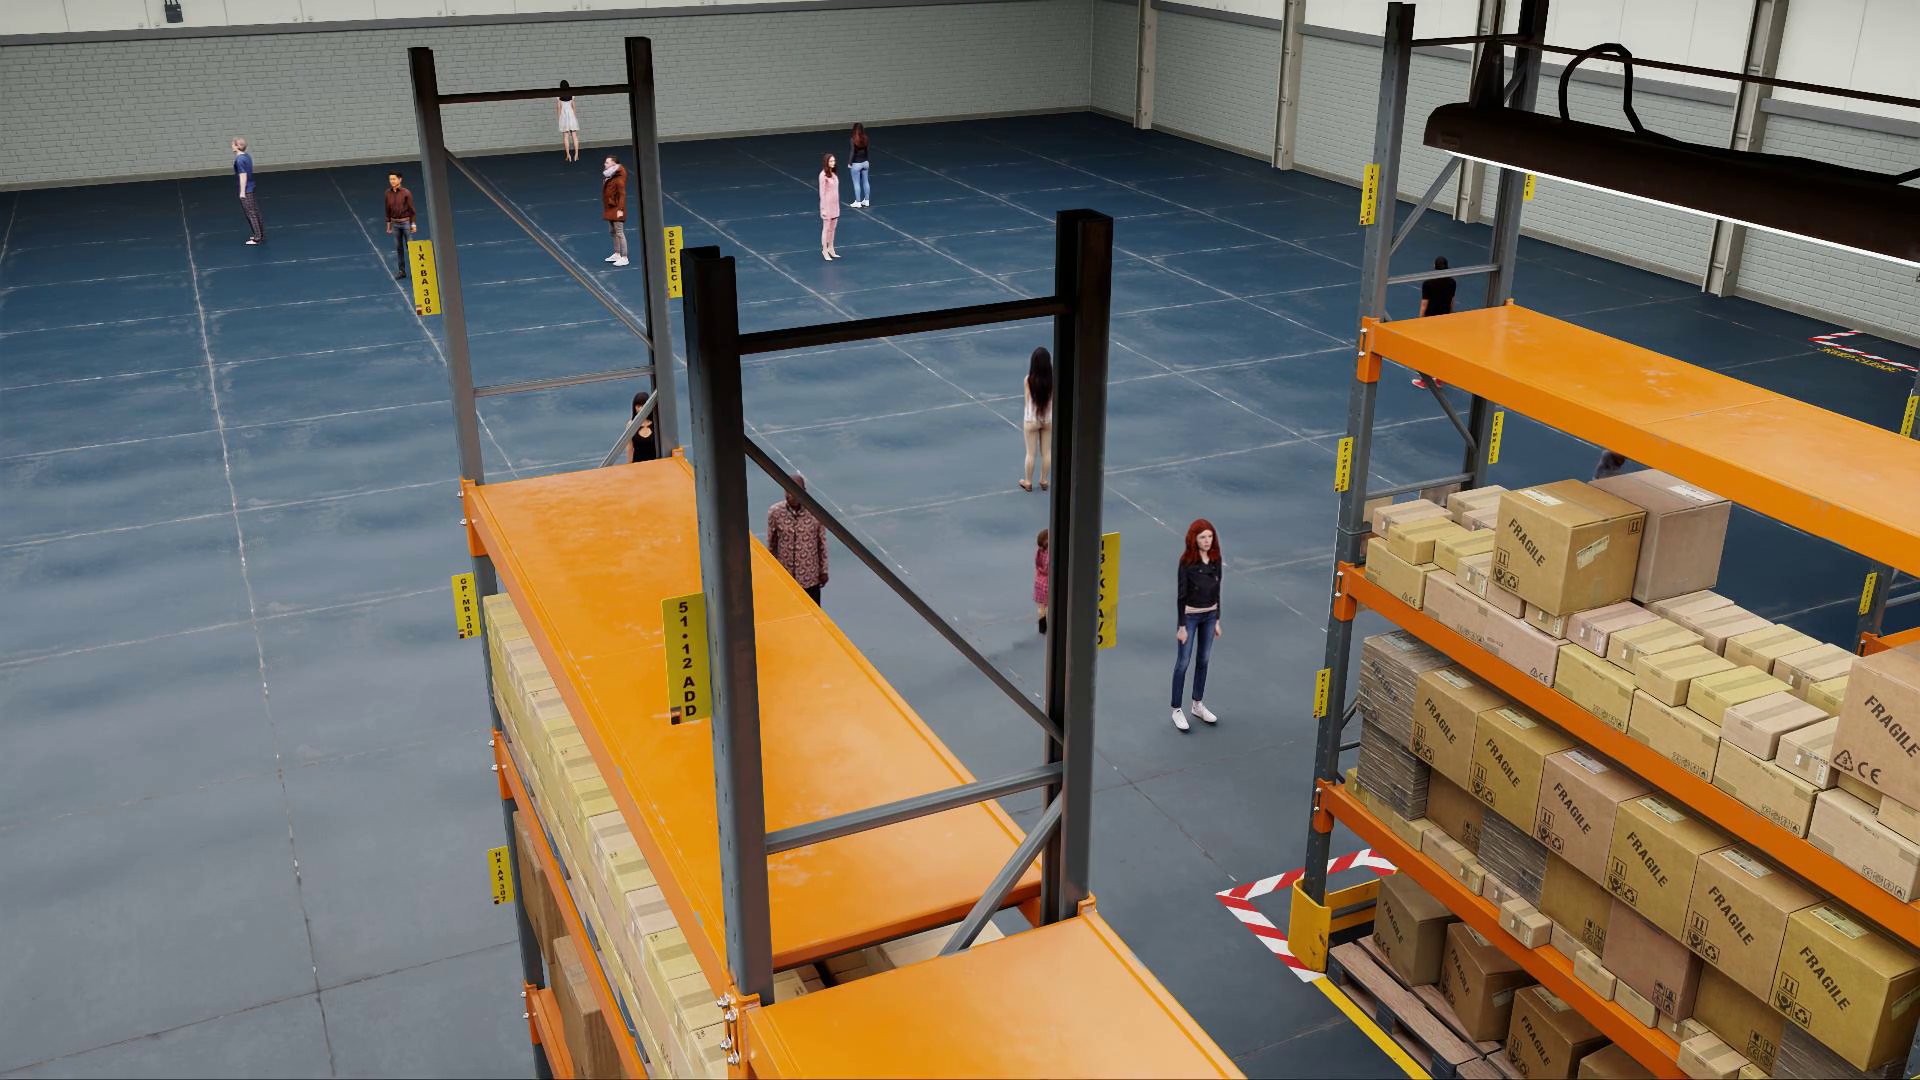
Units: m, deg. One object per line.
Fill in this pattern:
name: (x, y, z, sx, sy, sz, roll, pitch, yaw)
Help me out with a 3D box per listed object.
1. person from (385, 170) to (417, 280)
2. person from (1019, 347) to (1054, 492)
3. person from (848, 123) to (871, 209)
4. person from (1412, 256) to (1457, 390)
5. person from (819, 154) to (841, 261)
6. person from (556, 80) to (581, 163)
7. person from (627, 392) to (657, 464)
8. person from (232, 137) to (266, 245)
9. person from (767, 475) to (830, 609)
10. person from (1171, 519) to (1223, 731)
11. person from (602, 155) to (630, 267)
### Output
person: (-9.175, -5.188, 27.331, 0.725, 1.781, 0.705, 2, 23, 4)
person: (0.881, -1.327, 18.416, 0.633, 1.652, 0.573, -10, 25, -23)
person: (-1.973, -7.374, 32.659, 0.702, 1.634, 0.661, -19, 30, -38)
person: (6.260, -2.866, 21.899, 0.682, 1.758, 0.652, -4, 23, -9)
person: (-2.243, -5.732, 28.585, 0.709, 1.802, 0.695, 13, 26, 28)
person: (-8.780, -9.386, 37.212, 0.641, 1.774, 0.624, -10, 25, -21)
person: (-3.188, -0.732, 17.020, 0.609, 1.650, 0.583, -2, 23, -6)
person: (-12.732, -6.244, 29.699, 0.787, 1.871, 0.612, -2, 23, -5)
person: (-1.403, 0.273, 14.455, 0.770, 1.808, 0.732, -1, 23, -2)
person: (1.929, 0.671, 13.547, 0.564, 1.787, 0.538, -11, 25, -24)
person: (-5.849, -5.611, 28.251, 0.807, 1.839, 0.689, -15, 27, -31)
